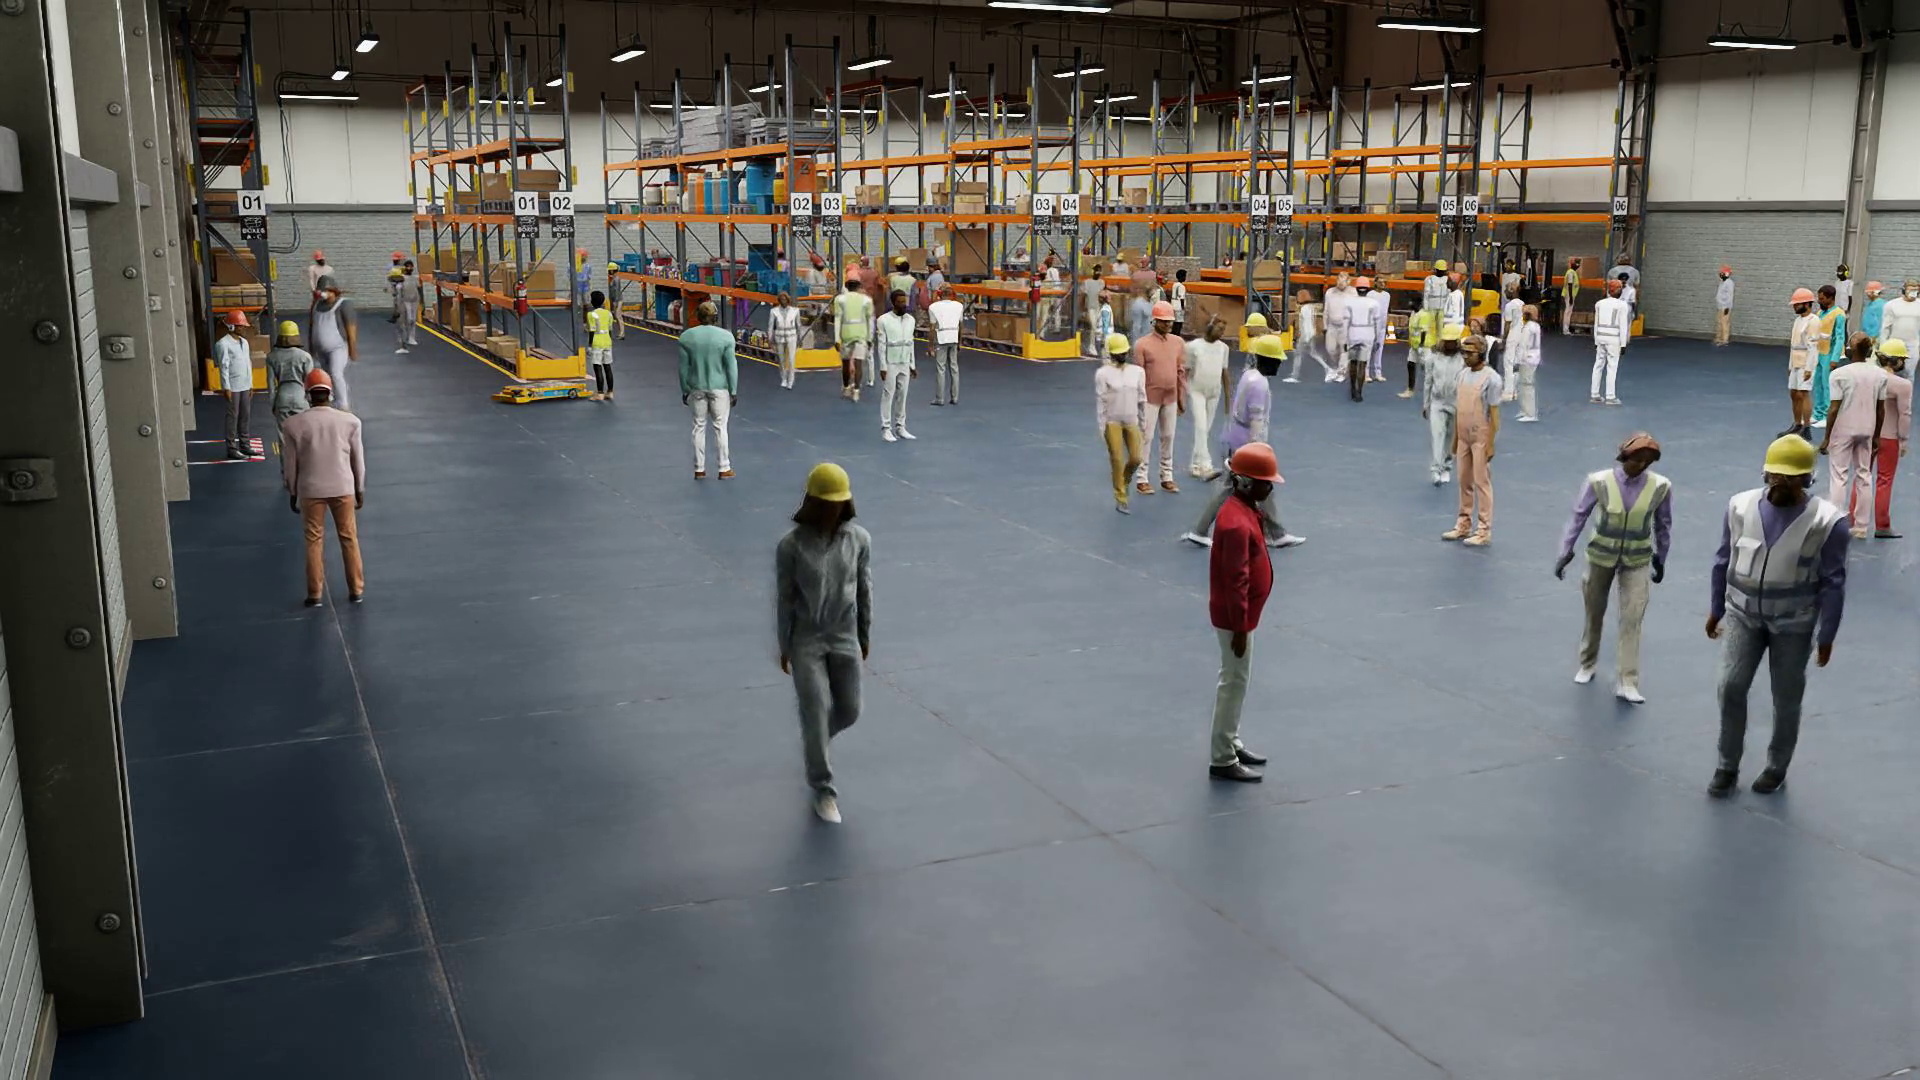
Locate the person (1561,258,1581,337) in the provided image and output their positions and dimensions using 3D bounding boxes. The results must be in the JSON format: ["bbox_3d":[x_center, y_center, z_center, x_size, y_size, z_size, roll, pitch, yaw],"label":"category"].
[{"bbox_3d":[14.231,-5.654,38.785,0.388,1.837,0.563,5,12,22],"label":"person"}]

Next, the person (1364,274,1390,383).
[{"bbox_3d":[7.107,-3.610,28.374,0.506,1.847,0.344,-4,12,-20],"label":"person"}]

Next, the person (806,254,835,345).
[{"bbox_3d":[-3.076,-5.230,36.227,0.937,1.983,0.628,8,14,36],"label":"person"}]

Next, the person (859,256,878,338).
[{"bbox_3d":[-2.137,-5.397,37.303,0.652,1.906,0.402,-10,15,-43],"label":"person"}]

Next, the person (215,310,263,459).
[{"bbox_3d":[-8.481,-1.826,19.568,0.350,1.743,0.564,2,11,9],"label":"person"}]

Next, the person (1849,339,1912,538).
[{"bbox_3d":[8.213,-0.903,14.828,0.329,1.765,0.526,-5,12,-23],"label":"person"}]

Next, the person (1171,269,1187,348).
[{"bbox_3d":[4.662,-4.921,35.447,0.320,1.686,0.539,-2,11,-12],"label":"person"}]

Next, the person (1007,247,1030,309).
[{"bbox_3d":[1.723,-7.757,49.352,0.667,1.883,0.427,4,12,21],"label":"person"}]

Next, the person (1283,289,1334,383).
[{"bbox_3d":[5.935,-3.456,28.210,0.785,1.597,0.501,5,12,23],"label":"person"}]

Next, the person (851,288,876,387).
[{"bbox_3d":[-1.615,-3.345,27.558,0.511,1.638,0.308,-7,13,-33],"label":"person"}]

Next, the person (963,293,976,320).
[{"bbox_3d":[0.264,-6.757,44.930,0.520,1.633,0.316,-9,14,-37],"label":"person"}]

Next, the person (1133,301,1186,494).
[{"bbox_3d":[2.050,-1.456,17.086,0.608,1.987,0.404,-5,12,-25],"label":"person"}]

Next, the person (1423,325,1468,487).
[{"bbox_3d":[5.158,-1.415,17.580,0.505,1.687,0.889,2,11,12],"label":"person"}]

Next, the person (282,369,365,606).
[{"bbox_3d":[-4.683,-0.391,12.287,0.560,1.741,0.364,-5,12,-25],"label":"person"}]

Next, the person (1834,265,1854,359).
[{"bbox_3d":[17.486,-4.532,33.033,0.328,1.861,0.510,-2,11,-12],"label":"person"}]

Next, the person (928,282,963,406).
[{"bbox_3d":[-0.213,-2.931,24.921,0.565,1.846,0.390,-6,13,-29],"label":"person"}]

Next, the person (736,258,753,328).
[{"bbox_3d":[-5.508,-6.238,41.960,0.562,1.753,0.333,5,12,23],"label":"person"}]

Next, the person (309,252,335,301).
[{"bbox_3d":[-15.848,-6.206,41.387,0.587,1.918,1.011,-6,12,-26],"label":"person"}]

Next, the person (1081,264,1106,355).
[{"bbox_3d":[2.753,-4.647,33.627,0.558,1.847,0.545,-6,13,-30],"label":"person"}]

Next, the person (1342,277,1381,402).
[{"bbox_3d":[6.196,-3.093,25.617,0.559,1.894,0.911,5,12,23],"label":"person"}]

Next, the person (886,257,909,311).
[{"bbox_3d":[-1.299,-5.116,35.823,0.592,1.925,0.380,4,12,19],"label":"person"}]

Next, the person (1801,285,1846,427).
[{"bbox_3d":[11.686,-2.473,22.428,0.384,1.910,0.594,0,11,0],"label":"person"}]

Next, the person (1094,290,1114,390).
[{"bbox_3d":[2.353,-3.256,27.102,0.307,1.641,0.514,1,11,4],"label":"person"}]

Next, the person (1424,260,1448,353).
[{"bbox_3d":[9.816,-4.790,34.179,0.585,1.922,0.372,-2,11,-9],"label":"person"}]

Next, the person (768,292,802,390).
[{"bbox_3d":[-2.885,-3.289,27.404,0.538,1.589,0.873,0,11,0],"label":"person"}]

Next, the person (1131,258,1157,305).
[{"bbox_3d":[4.038,-5.176,36.191,0.639,1.904,0.409,2,11,12],"label":"person"}]

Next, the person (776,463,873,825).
[{"bbox_3d":[-0.672,0.458,8.026,0.488,1.725,0.611,-5,12,-24],"label":"person"}]

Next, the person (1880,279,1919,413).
[{"bbox_3d":[13.639,-2.797,24.033,0.631,1.932,0.362,4,12,19],"label":"person"}]

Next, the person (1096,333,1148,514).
[{"bbox_3d":[1.547,-1.131,16.045,0.531,1.744,0.435,-3,12,-15],"label":"person"}]

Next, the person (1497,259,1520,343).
[{"bbox_3d":[12.071,-5.252,36.648,0.328,1.876,0.514,-7,13,-33],"label":"person"}]

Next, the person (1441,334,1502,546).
[{"bbox_3d":[4.473,-0.867,14.472,0.349,1.838,0.528,-5,12,-23],"label":"person"}]

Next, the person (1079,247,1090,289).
[{"bbox_3d":[3.737,-7.778,49.479,0.359,1.880,0.575,-9,14,-37],"label":"person"}]

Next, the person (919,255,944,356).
[{"bbox_3d":[-0.563,-4.745,33.646,0.535,2.000,0.684,0,11,0],"label":"person"}]

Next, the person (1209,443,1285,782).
[{"bbox_3d":[1.445,0.364,8.456,0.355,1.738,0.574,2,11,11],"label":"person"}]

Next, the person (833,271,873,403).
[{"bbox_3d":[-1.639,-3.118,25.511,0.628,1.982,1.054,-2,11,-11],"label":"person"}]

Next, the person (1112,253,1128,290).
[{"bbox_3d":[4.661,-7.491,48.439,0.533,1.699,0.962,5,12,24],"label":"person"}]

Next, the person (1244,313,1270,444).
[{"bbox_3d":[3.377,-1.723,19.051,0.310,1.741,0.494,4,12,20],"label":"person"}]

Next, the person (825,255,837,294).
[{"bbox_3d":[-4.043,-8.106,51.787,0.497,1.627,0.277,4,12,17],"label":"person"}]
